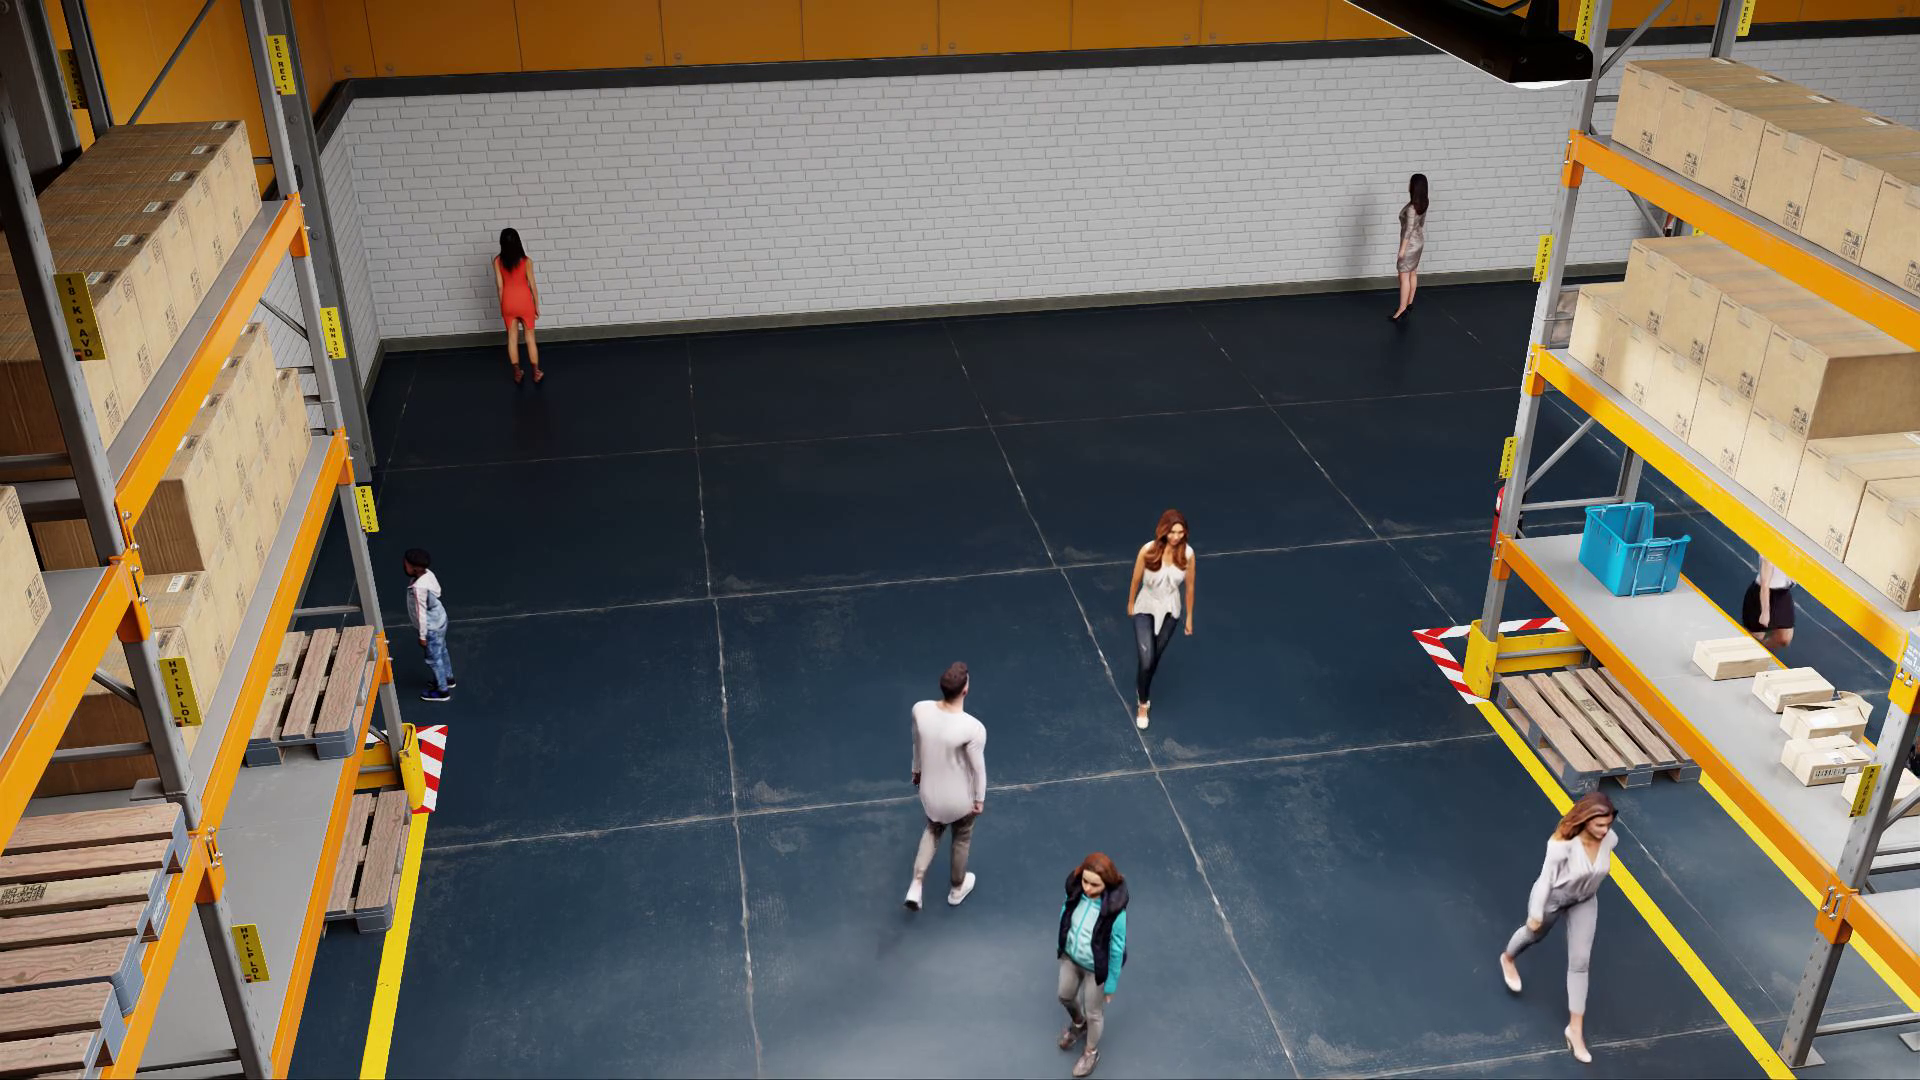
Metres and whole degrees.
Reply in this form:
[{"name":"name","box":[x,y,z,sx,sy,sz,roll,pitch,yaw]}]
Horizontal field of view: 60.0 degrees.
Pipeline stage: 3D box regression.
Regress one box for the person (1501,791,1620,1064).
[{"name":"person","box":[3.378,2.050,9.433,0.638,1.701,1.082,-6,29,-11]}]

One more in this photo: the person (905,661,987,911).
[{"name":"person","box":[-0.112,1.556,10.204,0.965,1.829,1.042,15,32,26]}]

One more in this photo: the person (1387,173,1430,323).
[{"name":"person","box":[5.259,-3.416,19.406,0.712,1.746,0.657,19,34,31]}]

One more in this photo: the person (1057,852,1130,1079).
[{"name":"person","box":[0.749,2.287,9.212,0.733,1.497,0.802,23,36,36]}]

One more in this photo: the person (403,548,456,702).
[{"name":"person","box":[-3.987,0.620,12.516,0.544,1.258,0.442,-2,29,-3]}]

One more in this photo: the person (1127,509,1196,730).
[{"name":"person","box":[1.431,0.480,12.254,0.623,1.755,0.782,-2,29,-4]}]

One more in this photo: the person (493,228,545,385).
[{"name":"person","box":[-4.721,-2.495,17.747,0.565,1.717,0.515,-4,29,-7]}]
